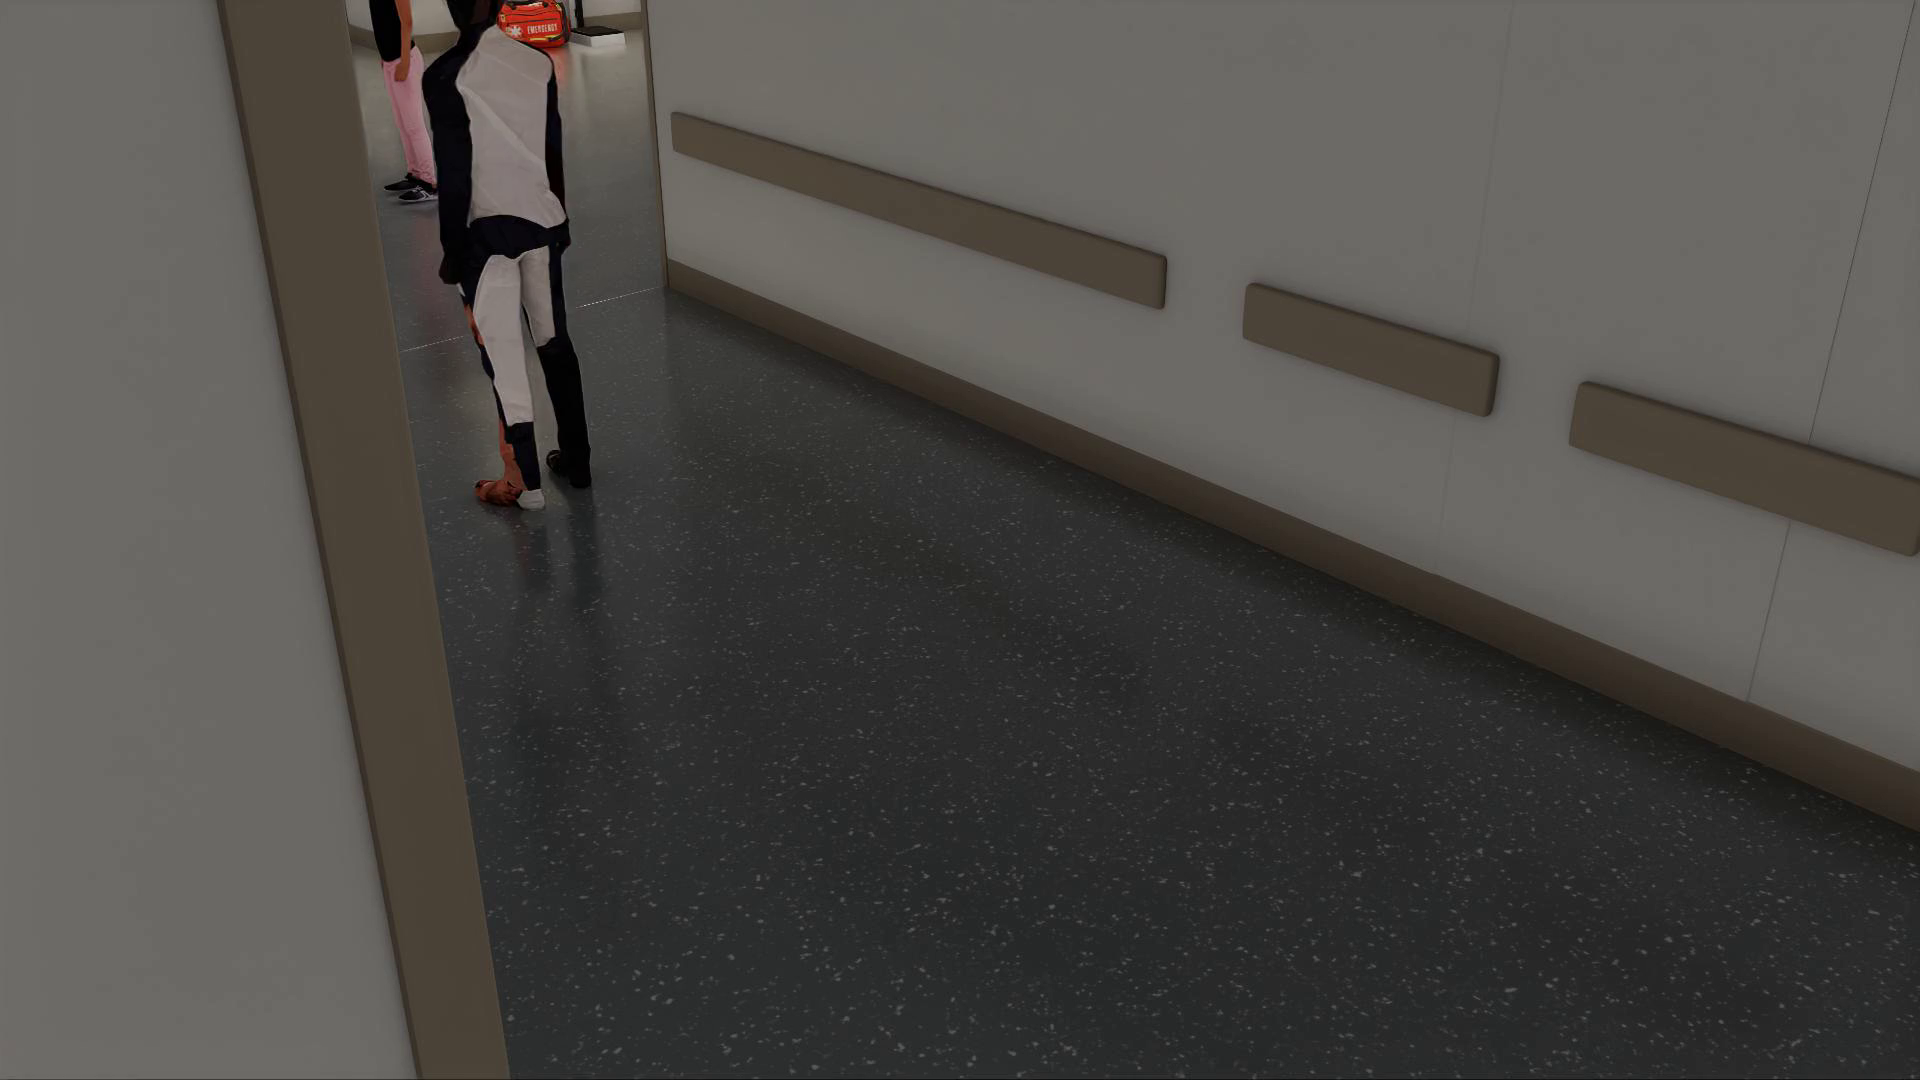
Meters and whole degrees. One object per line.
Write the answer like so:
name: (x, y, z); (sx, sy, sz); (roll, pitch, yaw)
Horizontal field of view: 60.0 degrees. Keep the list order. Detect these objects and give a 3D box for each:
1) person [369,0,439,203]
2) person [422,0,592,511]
person: (-3.251, -2.766, 9.656); (0.546, 1.564, 0.560); (-15, 30, -29)
person: (-1.548, -1.034, 5.690); (0.801, 1.890, 0.605); (18, 31, 33)
